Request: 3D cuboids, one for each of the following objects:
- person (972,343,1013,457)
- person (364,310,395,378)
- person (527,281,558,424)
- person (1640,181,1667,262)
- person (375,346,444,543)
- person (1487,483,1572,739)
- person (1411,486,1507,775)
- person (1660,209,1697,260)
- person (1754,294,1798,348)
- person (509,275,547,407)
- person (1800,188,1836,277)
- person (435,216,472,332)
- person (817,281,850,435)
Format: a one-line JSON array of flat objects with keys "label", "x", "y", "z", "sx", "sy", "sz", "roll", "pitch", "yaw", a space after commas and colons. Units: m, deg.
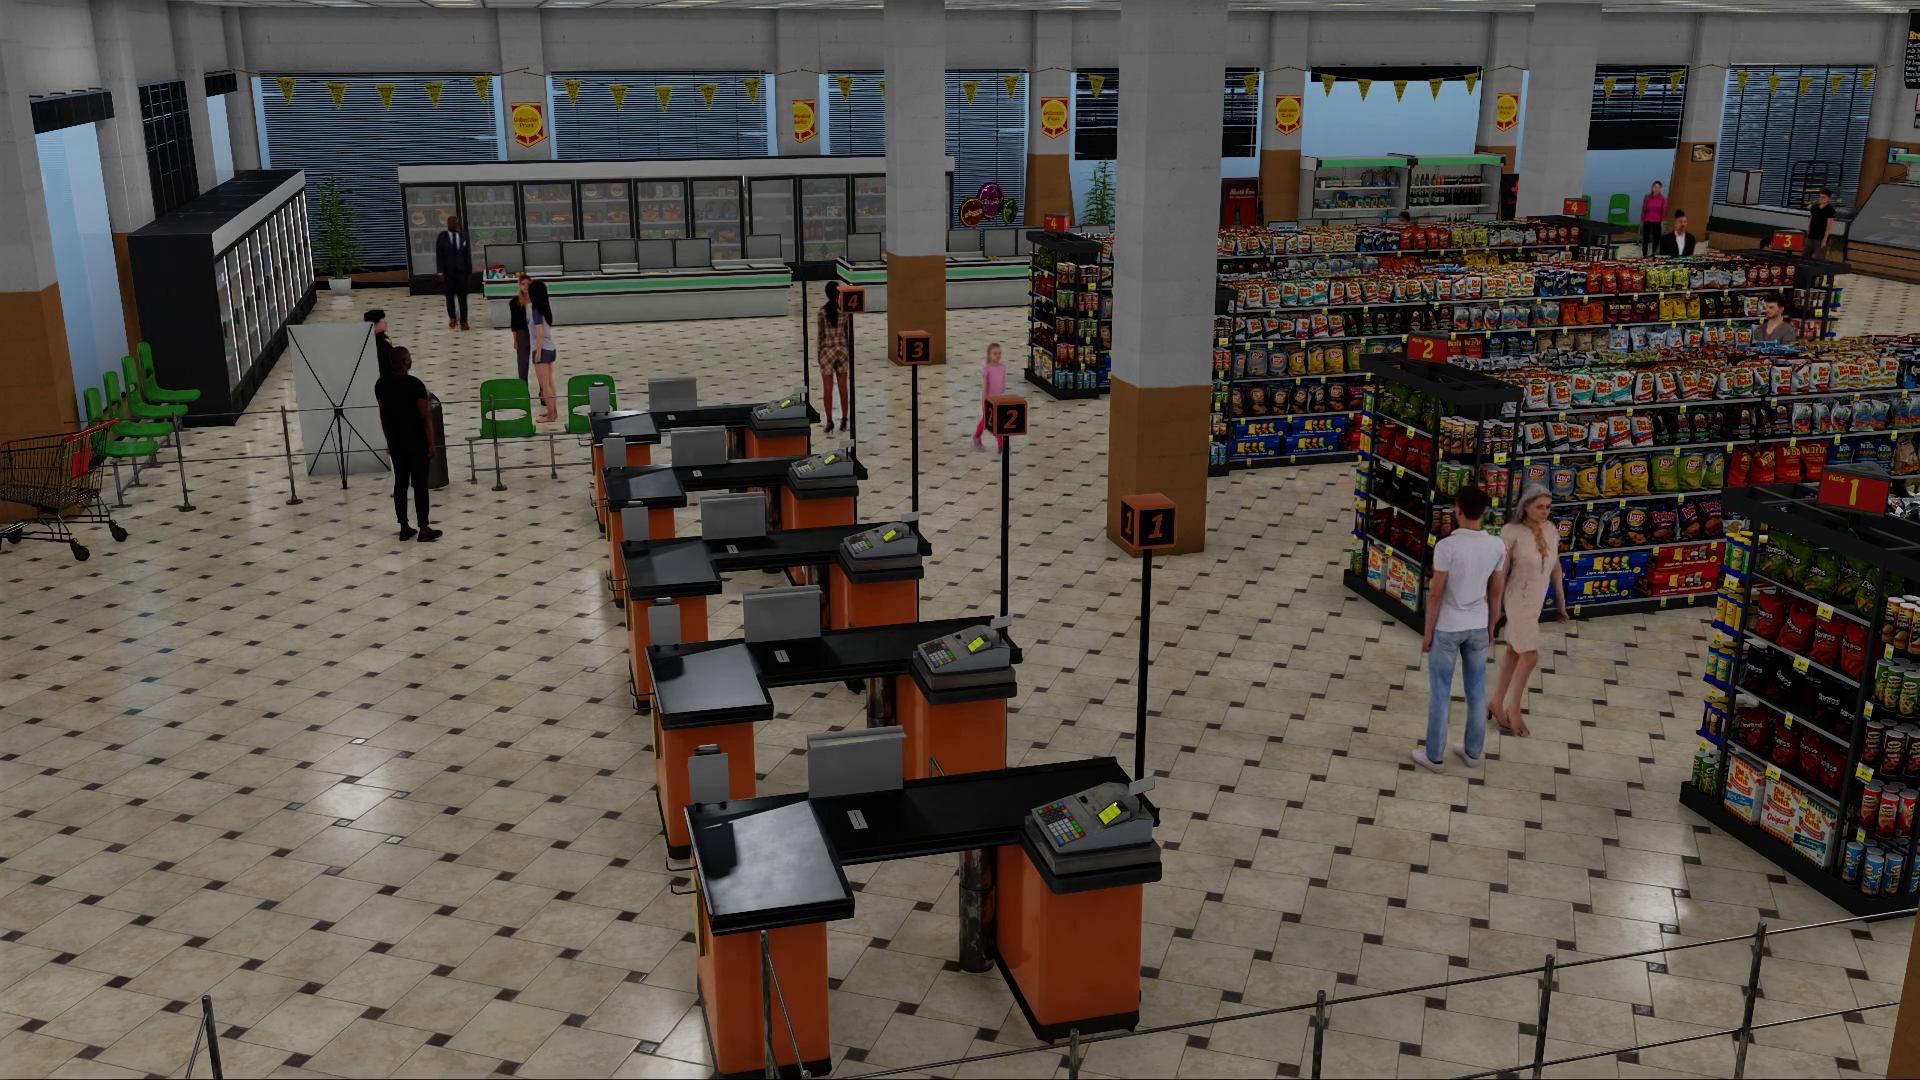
[{"label": "person", "x": 0.334, "y": -1.580, "z": 18.596, "sx": 0.886, "sy": 1.258, "sz": 0.739, "roll": -10, "pitch": 20, "yaw": -30}, {"label": "person", "x": -6.425, "y": -1.683, "z": 18.242, "sx": 0.867, "sy": 1.662, "sz": 0.774, "roll": -1, "pitch": 17, "yaw": -4}, {"label": "person", "x": -5.063, "y": -2.292, "z": 20.172, "sx": 0.606, "sy": 1.705, "sz": 0.645, "roll": 0, "pitch": 17, "yaw": 0}, {"label": "person", "x": 14.138, "y": -6.477, "z": 33.989, "sx": 0.719, "sy": 1.686, "sz": 0.787, "roll": 7, "pitch": 18, "yaw": 23}, {"label": "person", "x": -5.101, "y": -0.889, "z": 15.356, "sx": 0.674, "sy": 1.820, "sz": 0.807, "roll": 4, "pitch": 17, "yaw": 13}, {"label": "person", "x": 3.712, "y": 0.440, "z": 11.151, "sx": 0.661, "sy": 1.720, "sz": 0.726, "roll": -8, "pitch": 19, "yaw": -26}, {"label": "person", "x": 3.171, "y": 0.566, "z": 10.513, "sx": 0.451, "sy": 1.850, "sz": 0.697, "roll": -5, "pitch": 17, "yaw": -15}, {"label": "person", "x": 11.117, "y": -4.172, "z": 25.973, "sx": 1.113, "sy": 1.932, "sz": 0.998, "roll": 1, "pitch": 17, "yaw": 2}, {"label": "person", "x": 8.766, "y": -1.672, "z": 17.861, "sx": 1.256, "sy": 1.862, "sz": 0.866, "roll": -9, "pitch": 19, "yaw": -26}, {"label": "person", "x": -5.418, "y": -2.511, "z": 20.960, "sx": 0.526, "sy": 1.667, "sz": 0.686, "roll": -8, "pitch": 19, "yaw": -24}, {"label": "person", "x": 15.872, "y": -5.532, "z": 30.607, "sx": 0.894, "sy": 1.842, "sz": 0.764, "roll": -7, "pitch": 18, "yaw": -22}, {"label": "person", "x": -8.033, "y": -4.200, "z": 26.350, "sx": 1.211, "sy": 1.768, "sz": 0.893, "roll": -7, "pitch": 18, "yaw": -22}, {"label": "person", "x": -1.472, "y": -2.144, "z": 19.535, "sx": 0.511, "sy": 1.793, "sz": 0.657, "roll": -6, "pitch": 18, "yaw": -20}]
